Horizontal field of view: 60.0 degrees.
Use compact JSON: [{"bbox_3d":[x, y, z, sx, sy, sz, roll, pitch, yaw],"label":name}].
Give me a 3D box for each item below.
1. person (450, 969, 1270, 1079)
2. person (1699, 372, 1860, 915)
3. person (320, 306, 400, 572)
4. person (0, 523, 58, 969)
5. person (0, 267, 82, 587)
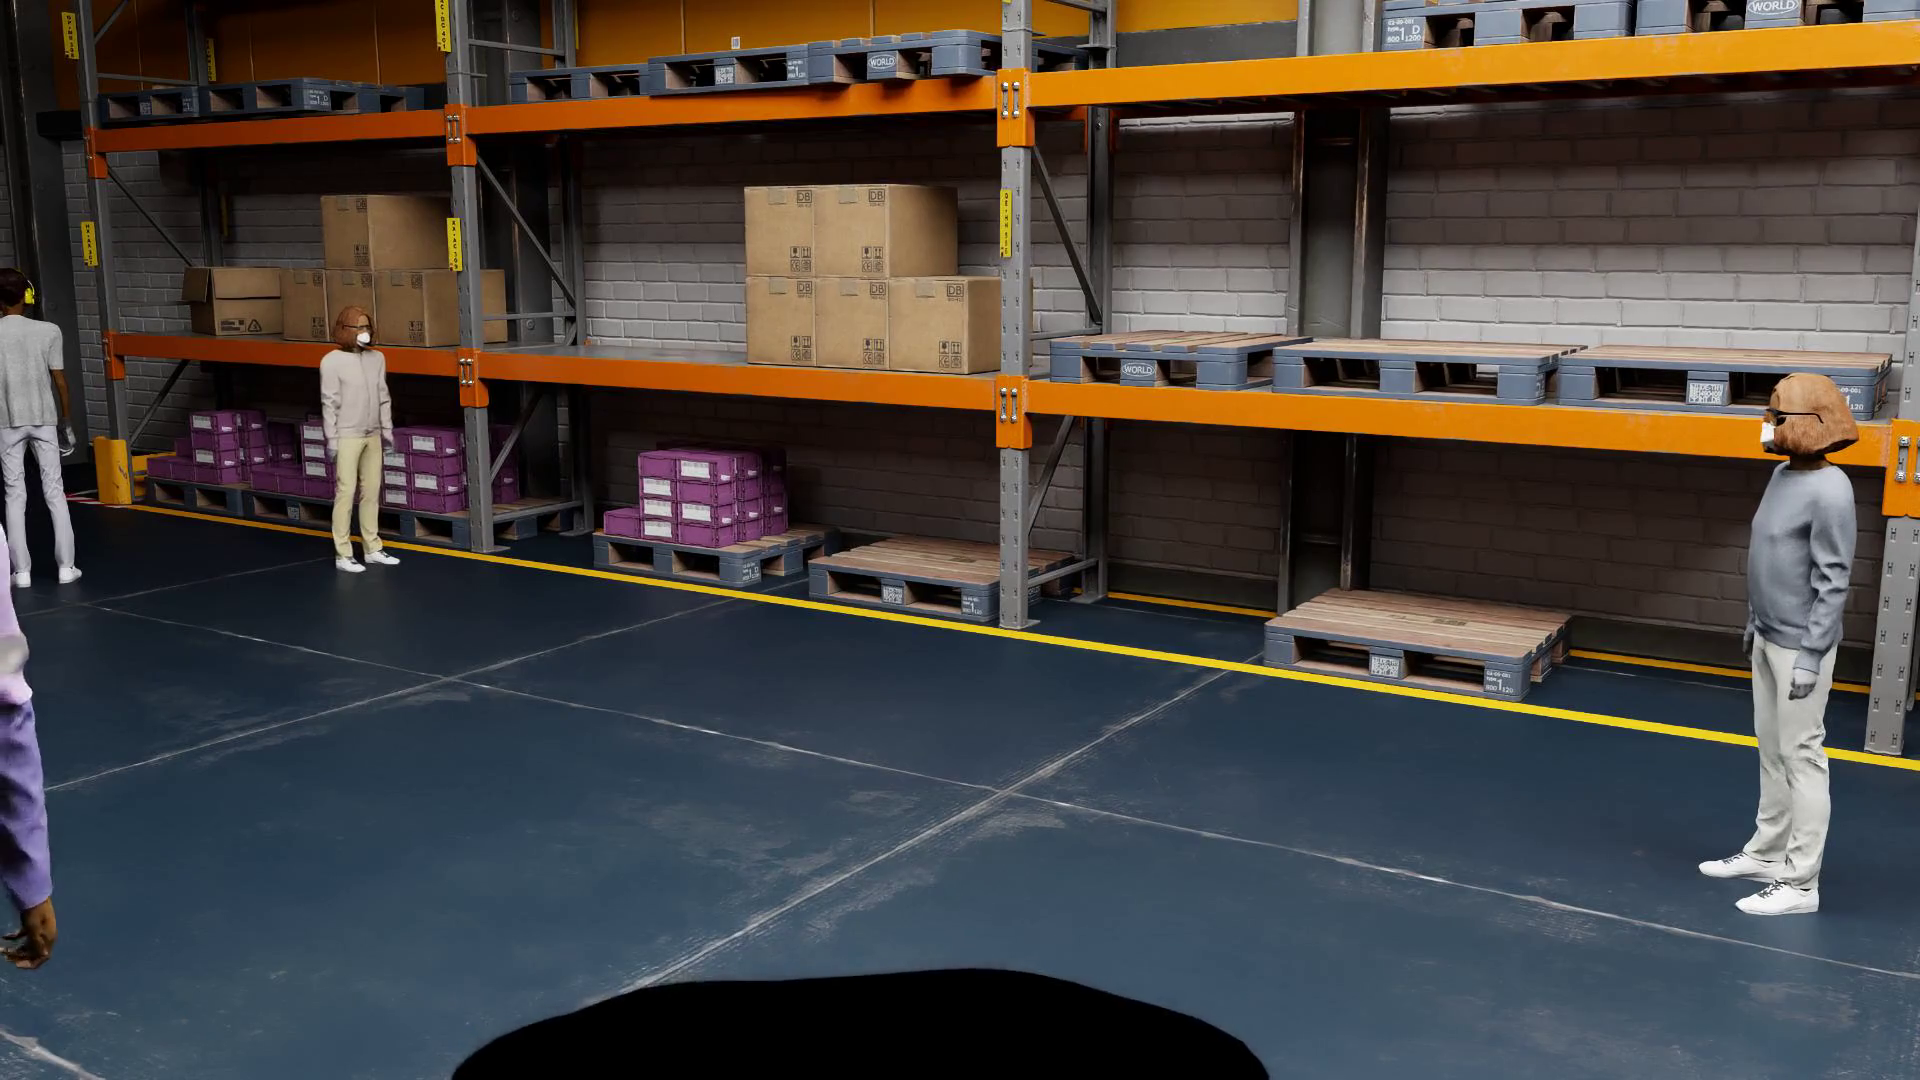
[{"bbox_3d":[-0.079,0.891,1.032,0.596,1.917,0.372,-1,10,-4],"label":"person"},{"bbox_3d":[2.494,0.313,5.020,0.279,1.634,0.499,1,10,6],"label":"person"},{"bbox_3d":[-3.693,-0.620,10.216,0.278,1.626,0.503,5,11,24],"label":"person"},{"bbox_3d":[-1.820,0.550,2.676,0.915,2.018,0.614,7,13,35],"label":"person"},{"bbox_3d":[-5.472,-0.652,9.735,0.514,1.865,0.329,-6,12,-30],"label":"person"}]
